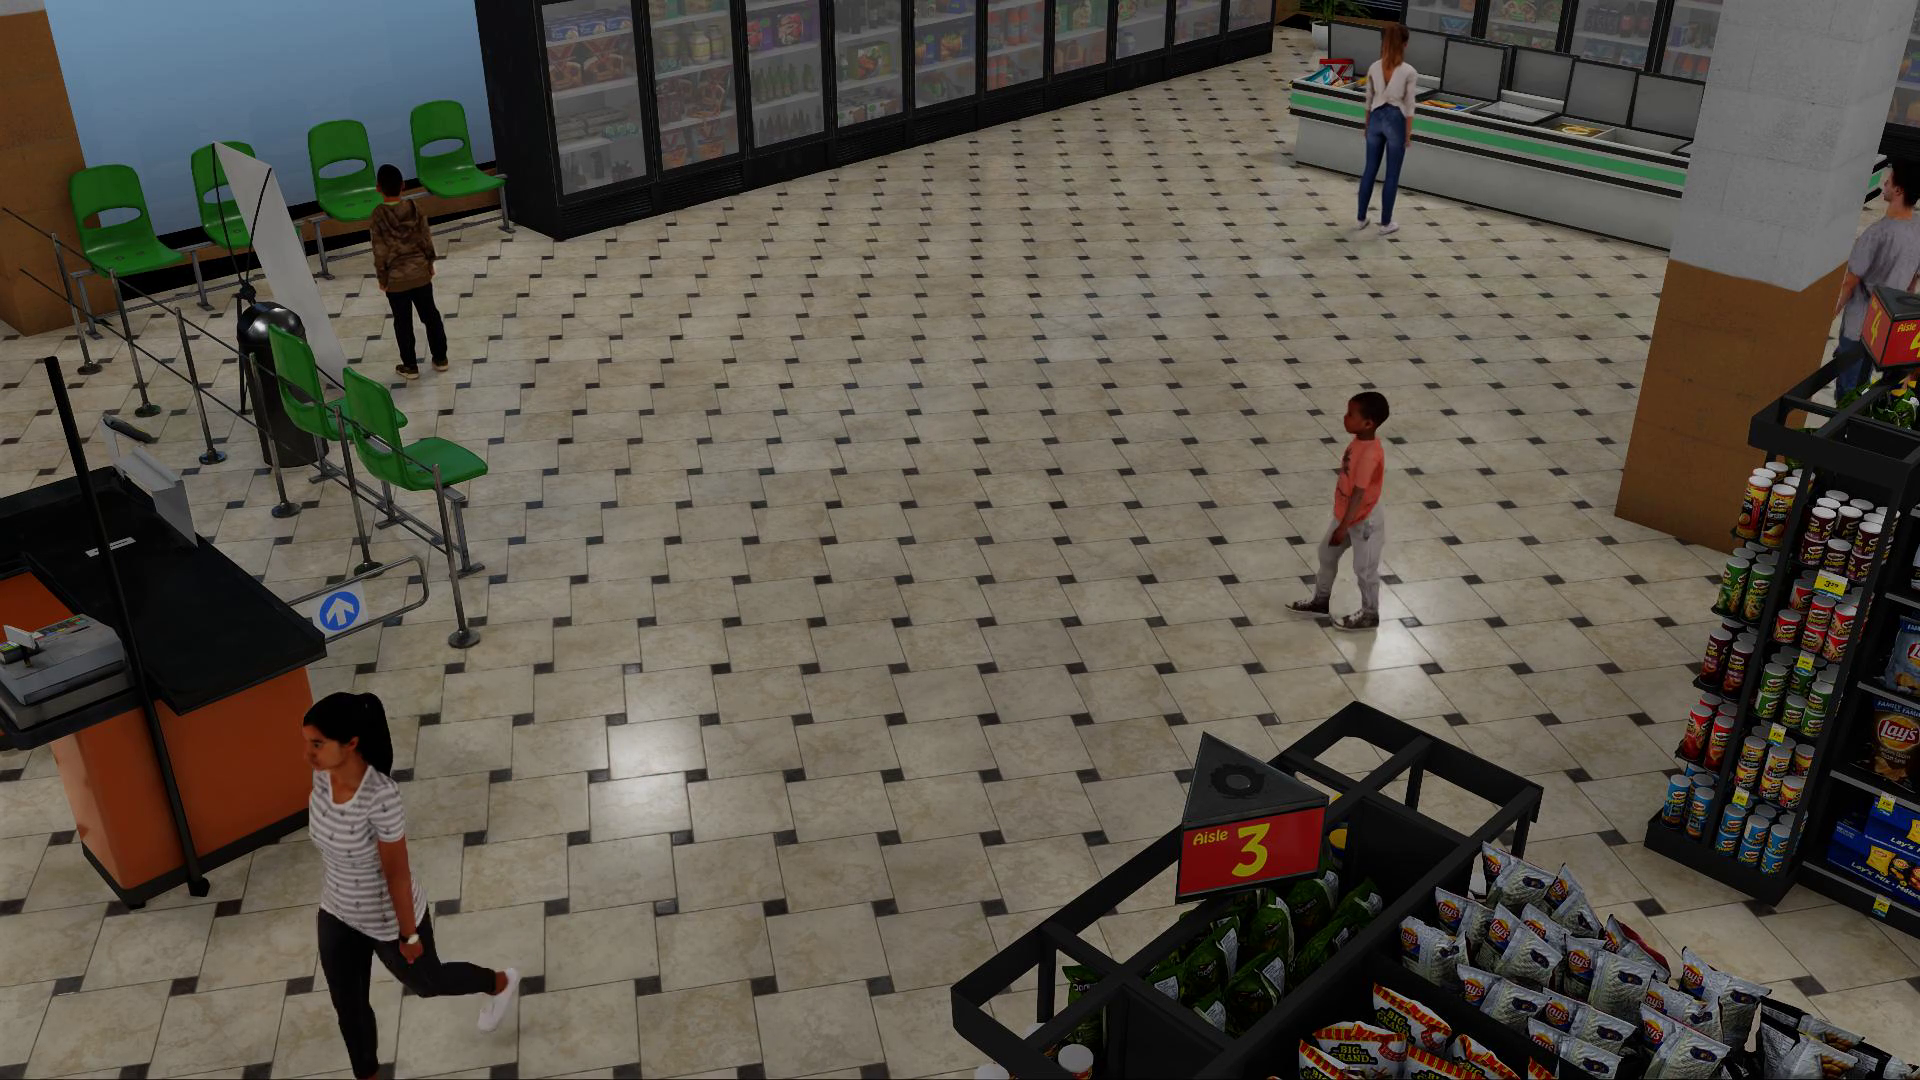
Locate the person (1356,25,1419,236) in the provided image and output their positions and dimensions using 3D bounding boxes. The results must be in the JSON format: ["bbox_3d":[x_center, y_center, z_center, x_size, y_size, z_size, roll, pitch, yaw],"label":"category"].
[{"bbox_3d":[3.567,-3.434,13.936,0.459,1.721,0.676,23,36,35],"label":"person"}]

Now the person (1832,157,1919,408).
[{"bbox_3d":[5.469,-1.279,9.834,0.755,1.869,0.784,-17,33,-28],"label":"person"}]

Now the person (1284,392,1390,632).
[{"bbox_3d":[2.060,-0.122,8.315,0.763,1.293,0.704,0,29,-1],"label":"person"}]

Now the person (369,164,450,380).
[{"bbox_3d":[-3.743,-1.812,11.243,0.597,1.454,0.591,-20,35,-32],"label":"person"}]

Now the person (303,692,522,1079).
[{"bbox_3d":[-1.872,1.198,5.565,1.028,1.611,0.761,19,34,30],"label":"person"}]
